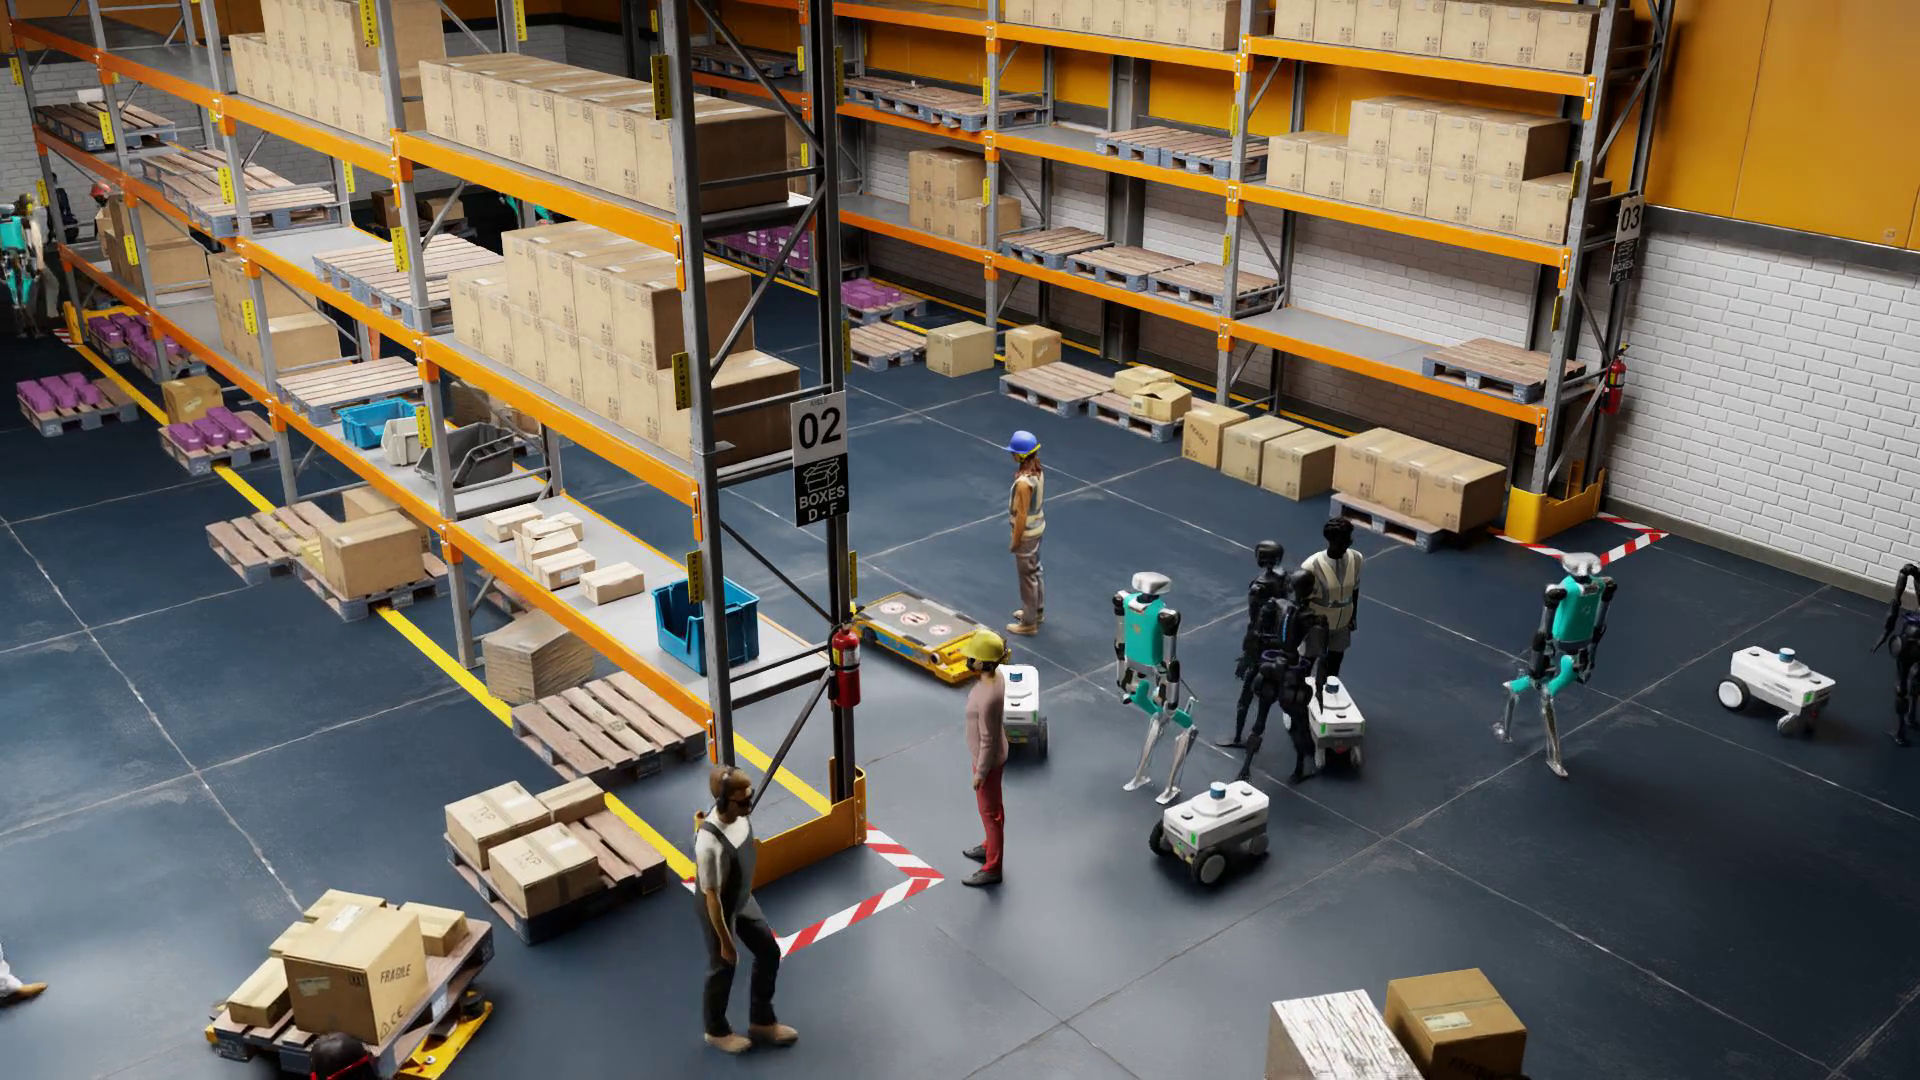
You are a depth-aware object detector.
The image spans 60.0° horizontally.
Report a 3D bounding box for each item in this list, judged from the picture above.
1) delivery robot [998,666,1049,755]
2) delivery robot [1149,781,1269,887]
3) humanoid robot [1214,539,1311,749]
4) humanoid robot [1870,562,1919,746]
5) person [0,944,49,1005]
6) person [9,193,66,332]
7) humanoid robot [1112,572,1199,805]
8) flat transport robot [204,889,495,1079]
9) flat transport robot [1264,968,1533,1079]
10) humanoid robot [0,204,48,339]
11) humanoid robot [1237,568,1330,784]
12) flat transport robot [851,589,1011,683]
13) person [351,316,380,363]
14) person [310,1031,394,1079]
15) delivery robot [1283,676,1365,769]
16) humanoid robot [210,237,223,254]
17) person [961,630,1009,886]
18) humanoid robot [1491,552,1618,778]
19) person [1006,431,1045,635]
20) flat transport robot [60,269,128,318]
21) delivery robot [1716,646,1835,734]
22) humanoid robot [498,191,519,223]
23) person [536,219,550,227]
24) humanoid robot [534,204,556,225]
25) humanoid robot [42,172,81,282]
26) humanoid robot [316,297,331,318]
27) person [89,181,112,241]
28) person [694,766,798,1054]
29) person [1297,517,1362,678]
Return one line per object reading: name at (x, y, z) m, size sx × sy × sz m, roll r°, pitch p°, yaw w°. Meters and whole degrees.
delivery robot at (0.414, 1.230, 12.420) m, size 0.499 × 0.583 × 0.758 m, roll 1°, pitch 23°, yaw 2°
delivery robot at (1.658, 1.885, 10.930) m, size 0.781 × 0.605 × 0.499 m, roll -15°, pitch 27°, yaw -31°
humanoid robot at (2.284, 0.781, 12.095) m, size 0.629 × 1.639 × 0.588 m, roll 16°, pitch 28°, yaw 33°
humanoid robot at (7.071, 0.703, 12.254) m, size 0.608 × 1.641 × 0.429 m, roll 0°, pitch 23°, yaw 0°
person at (-5.577, 2.005, 9.259) m, size 0.734 × 1.630 × 0.486 m, roll -10°, pitch 25°, yaw -21°
person at (-12.387, -3.728, 22.301) m, size 0.752 × 1.831 × 0.569 m, roll -13°, pitch 26°, yaw -27°
humanoid robot at (1.404, 0.975, 11.496) m, size 0.702 × 1.752 × 0.530 m, roll -21°, pitch 31°, yaw -40°
flat transport robot at (-3.457, 2.689, 9.416) m, size 1.431 × 0.231 × 0.659 m, roll 6°, pitch 24°, yaw 14°
flat transport robot at (2.250, 3.198, 8.238) m, size 0.659 × 0.231 × 1.431 m, roll -5°, pitch 24°, yaw -11°
humanoid robot at (-12.402, -3.482, 21.824) m, size 0.536 × 1.745 × 0.784 m, roll -7°, pitch 24°, yaw -16°
humanoid robot at (2.265, 0.972, 11.645) m, size 0.616 × 1.640 × 0.432 m, roll 15°, pitch 28°, yaw 32°
flat transport robot at (-0.311, 0.777, 13.844) m, size 0.659 × 0.231 × 1.431 m, roll -21°, pitch 31°, yaw -39°
person at (-7.166, -2.727, 20.082) m, size 0.501 × 1.759 × 0.338 m, roll 14°, pitch 27°, yaw 30°
person at (-2.531, 2.868, 7.055) m, size 0.893 × 1.816 × 0.540 m, roll 19°, pitch 30°, yaw 36°
delivery robot at (2.719, 1.299, 12.277) m, size 0.499 × 0.596 × 0.787 m, roll -2°, pitch 23°, yaw -4°
humanoid robot at (-10.162, -4.077, 23.288) m, size 0.672 × 1.847 × 0.547 m, roll -1°, pitch 23°, yaw -2°
person at (0.157, 1.370, 10.579) m, size 0.301 × 1.772 × 0.524 m, roll 1°, pitch 23°, yaw 3°
humanoid robot at (4.175, 0.817, 11.969) m, size 0.549 × 1.816 × 0.918 m, roll -6°, pitch 24°, yaw -14°
person at (0.540, -0.068, 13.910) m, size 0.339 × 1.768 × 0.454 m, roll 6°, pitch 24°, yaw 13°
flat transport robot at (-11.676, -3.251, 23.172) m, size 1.431 × 0.231 × 0.659 m, roll -21°, pitch 31°, yaw -40°
delivery robot at (6.240, 1.105, 12.718) m, size 0.525 × 0.590 × 0.762 m, roll -13°, pitch 27°, yaw -28°
humanoid robot at (-7.033, -5.521, 26.581) m, size 0.534 × 1.757 × 0.935 m, roll -19°, pitch 30°, yaw -37°
person at (-5.069, -3.013, 20.550) m, size 0.412 × 1.913 × 0.646 m, roll 7°, pitch 24°, yaw 17°
humanoid robot at (-6.601, -5.418, 26.359) m, size 0.857 × 1.777 × 0.531 m, roll 12°, pitch 26°, yaw 25°
humanoid robot at (-13.316, -4.616, 24.591) m, size 0.710 × 1.637 × 0.590 m, roll 2°, pitch 23°, yaw 4°
humanoid robot at (-8.395, -3.431, 21.817) m, size 0.343 × 1.648 × 0.601 m, roll 13°, pitch 27°, yaw 27°
person at (-12.121, -4.218, 23.578) m, size 0.761 × 1.717 × 0.573 m, roll -16°, pitch 28°, yaw -33°
person at (-1.154, 2.025, 8.991) m, size 0.653 × 1.822 × 0.536 m, roll 7°, pitch 24°, yaw 16°
person at (2.751, 0.602, 12.459) m, size 0.535 × 1.691 × 0.319 m, roll -9°, pitch 25°, yaw -21°
